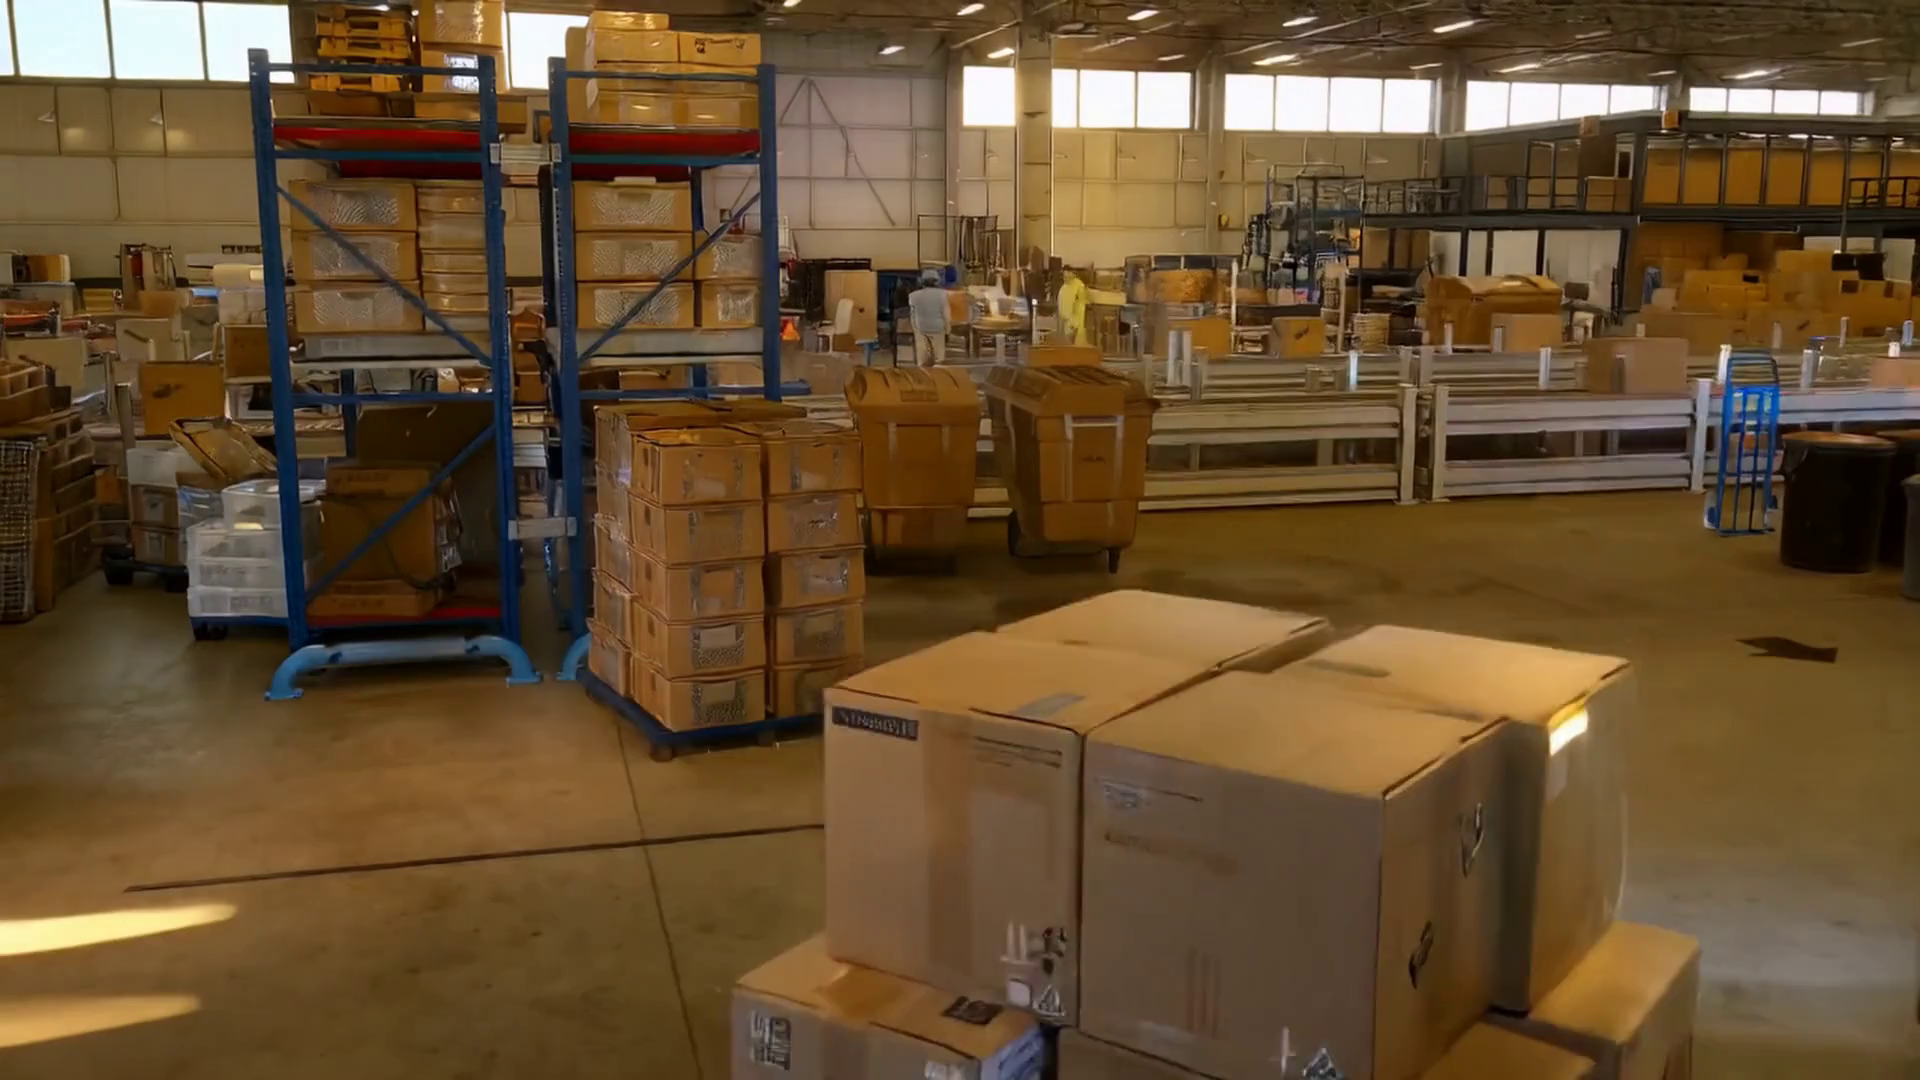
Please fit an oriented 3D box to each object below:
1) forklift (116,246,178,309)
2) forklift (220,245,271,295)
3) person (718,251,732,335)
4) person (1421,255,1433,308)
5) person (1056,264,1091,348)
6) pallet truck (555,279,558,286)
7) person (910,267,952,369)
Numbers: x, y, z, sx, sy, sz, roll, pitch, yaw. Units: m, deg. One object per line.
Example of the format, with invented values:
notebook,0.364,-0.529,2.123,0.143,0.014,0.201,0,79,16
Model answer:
forklift,-19.966,-6.232,40.894,1.157,1.987,2.680,-3,10,-15
forklift,-17.749,-6.334,41.440,1.157,1.987,2.680,-3,10,-17
person,-4.329,-4.377,31.107,0.378,2.041,0.616,-2,10,-10
person,16.227,-8.974,57.713,0.349,1.842,0.505,-10,14,-44
person,1.792,-3.392,26.132,0.993,1.853,0.713,-8,13,-38
pallet truck,-10.604,-6.375,44.520,0.653,1.274,1.630,-3,10,-15
person,-0.403,-2.914,23.420,0.590,1.833,0.404,2,10,9
